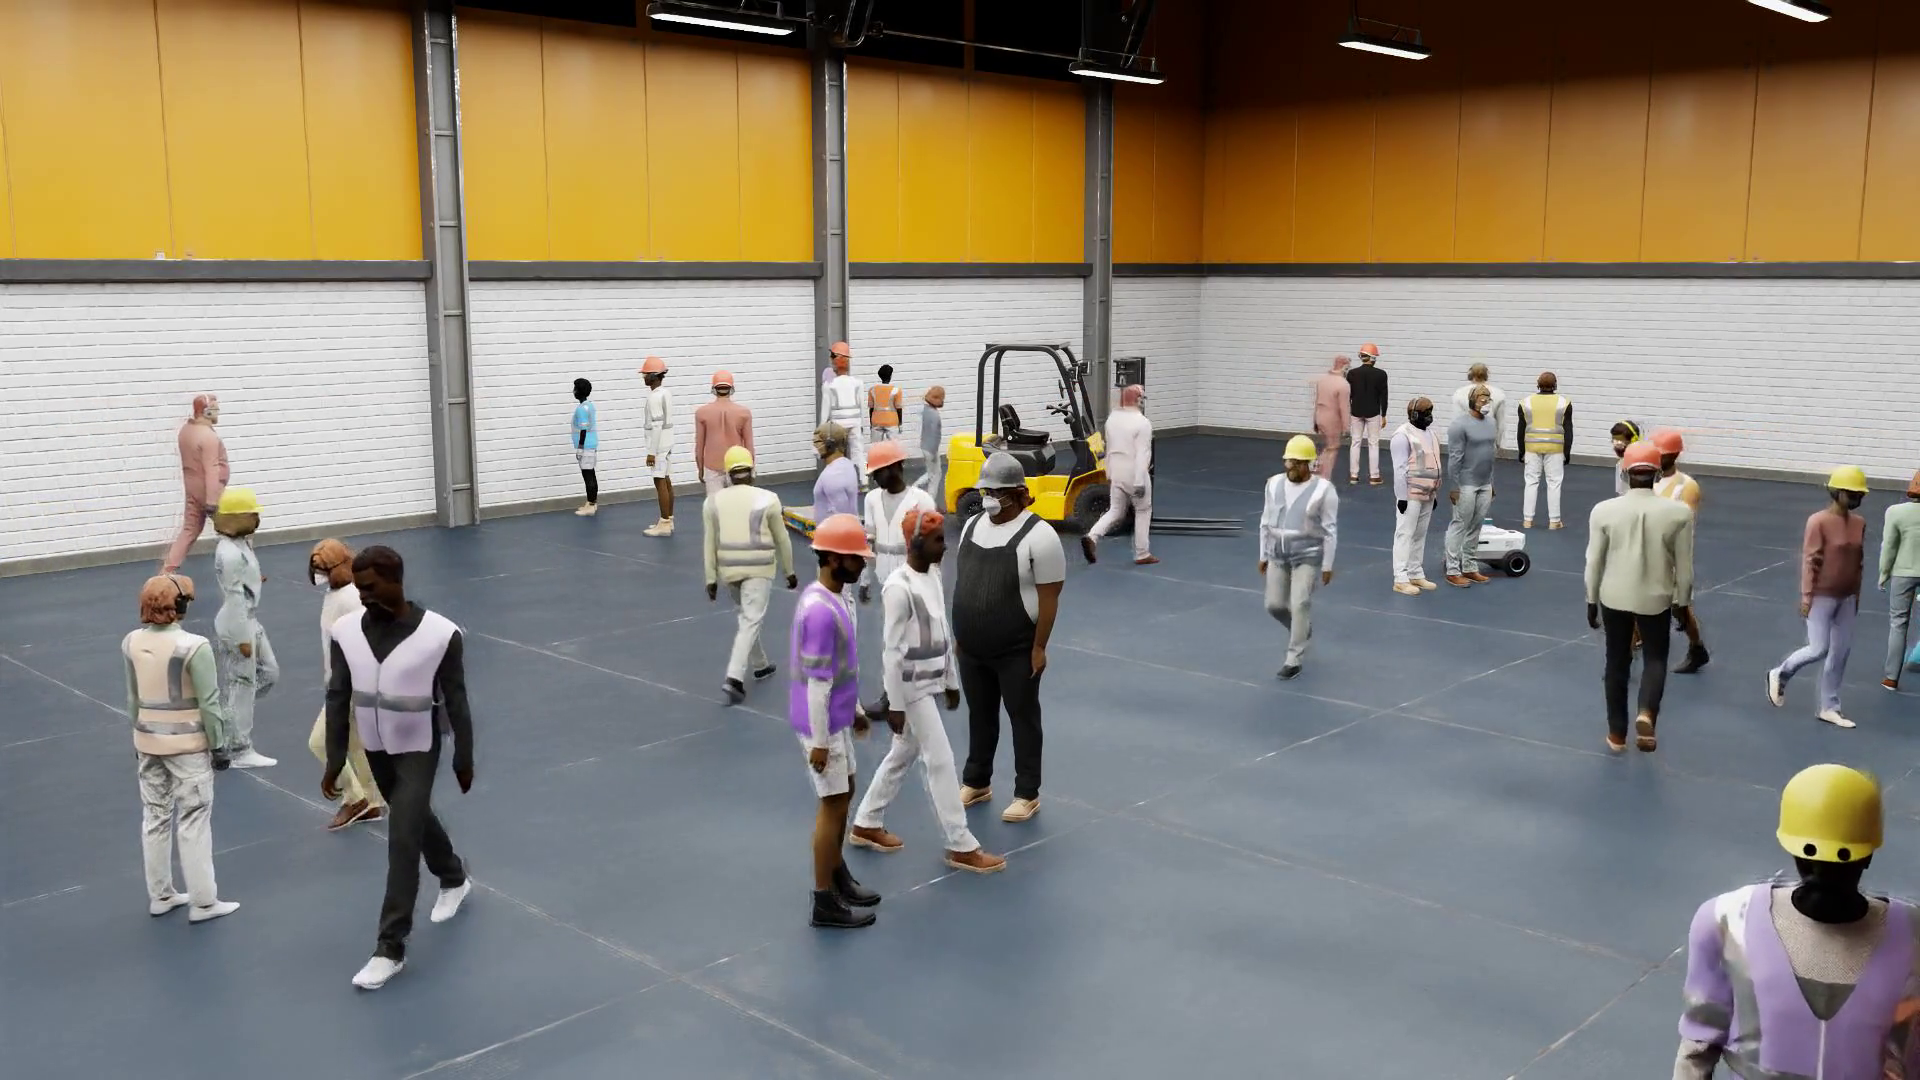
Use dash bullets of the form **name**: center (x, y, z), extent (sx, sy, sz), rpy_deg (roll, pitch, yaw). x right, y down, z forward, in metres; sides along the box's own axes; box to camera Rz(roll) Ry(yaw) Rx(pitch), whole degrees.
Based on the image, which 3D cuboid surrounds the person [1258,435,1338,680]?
- **person**: center (2.525, 0.112, 12.405), extent (0.607, 1.819, 0.588), rpy_deg (8, 12, 39)

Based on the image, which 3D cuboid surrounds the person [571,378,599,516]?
- **person**: center (-4.623, -1.145, 20.501), extent (0.319, 1.696, 0.532), rpy_deg (0, 9, -3)

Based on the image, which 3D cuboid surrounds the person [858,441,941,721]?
- **person**: center (-0.397, 0.247, 11.463), extent (0.581, 1.871, 1.004), rpy_deg (6, 11, 31)

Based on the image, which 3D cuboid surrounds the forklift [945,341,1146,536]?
- **forklift**: center (0.977, -1.223, 19.452), extent (2.313, 2.155, 1.214), rpy_deg (2, 9, 11)

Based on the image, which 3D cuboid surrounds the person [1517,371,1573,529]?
- **person**: center (6.827, -1.043, 19.425), extent (0.624, 1.847, 0.429), rpy_deg (5, 10, 26)

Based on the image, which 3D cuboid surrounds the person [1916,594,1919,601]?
- **person**: center (9.189, -0.295, 14.974), extent (0.837, 1.801, 0.629), rpy_deg (4, 10, 21)

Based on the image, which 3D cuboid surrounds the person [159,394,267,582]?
- **person**: center (-7.172, -0.453, 15.746), extent (0.646, 1.869, 0.955), rpy_deg (7, 12, 39)

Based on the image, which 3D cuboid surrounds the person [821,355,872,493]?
- **person**: center (-1.520, -1.534, 22.344), extent (0.710, 1.872, 0.503), rpy_deg (-2, 10, -14)

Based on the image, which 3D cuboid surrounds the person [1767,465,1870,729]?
- **person**: center (5.773, 0.357, 11.103), extent (0.549, 1.750, 0.519), rpy_deg (-4, 10, -22)

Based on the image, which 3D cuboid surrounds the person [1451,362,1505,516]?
- **person**: center (6.216, -1.183, 20.051), extent (0.642, 1.910, 0.775), rpy_deg (1, 9, 9)

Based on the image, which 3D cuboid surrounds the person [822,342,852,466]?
- **person**: center (-1.673, -1.706, 22.912), extent (0.402, 2.033, 0.605), rpy_deg (-5, 10, -26)

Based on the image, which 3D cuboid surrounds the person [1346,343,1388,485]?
- **person**: center (5.731, -1.776, 23.469), extent (0.613, 1.991, 0.392), rpy_deg (5, 11, 29)

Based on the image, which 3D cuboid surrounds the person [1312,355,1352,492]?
- **person**: center (5.048, -1.560, 22.489), extent (0.409, 1.877, 0.690), rpy_deg (-3, 10, -19)

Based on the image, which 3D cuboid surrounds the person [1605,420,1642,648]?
- **person**: center (5.343, -0.034, 13.256), extent (0.599, 1.832, 0.548), rpy_deg (-1, 9, -4)

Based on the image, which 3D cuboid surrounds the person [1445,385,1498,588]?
- **person**: center (4.908, -0.521, 15.930), extent (0.635, 1.937, 0.355), rpy_deg (-6, 11, -35)

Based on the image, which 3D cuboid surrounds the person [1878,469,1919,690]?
- **person**: center (6.876, 0.283, 11.931), extent (0.508, 1.632, 0.265), rpy_deg (5, 10, 27)

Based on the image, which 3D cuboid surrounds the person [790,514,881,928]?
- **person**: center (-0.560, 0.835, 7.745), extent (0.459, 1.925, 0.560), rpy_deg (0, 9, -1)

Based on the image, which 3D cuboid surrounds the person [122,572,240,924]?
- **person**: center (-3.650, 0.969, 7.736), extent (0.515, 1.637, 0.314), rpy_deg (4, 10, 22)

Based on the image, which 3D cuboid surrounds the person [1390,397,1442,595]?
- **person**: center (4.294, -0.421, 15.619), extent (0.429, 1.844, 0.627), rpy_deg (9, 13, 44)

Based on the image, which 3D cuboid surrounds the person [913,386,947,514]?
- **person**: center (-0.403, -1.094, 20.424), extent (0.464, 1.609, 0.531), rpy_deg (-3, 10, -19)

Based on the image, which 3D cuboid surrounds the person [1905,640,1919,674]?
- **person**: center (7.484, 0.174, 12.178), extent (0.567, 1.797, 0.841), rpy_deg (-8, 12, -39)

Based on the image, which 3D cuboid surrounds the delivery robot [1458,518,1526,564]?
- **delivery robot**: center (5.222, 0.026, 16.522), extent (0.707, 0.478, 0.477), rpy_deg (-1, 9, -4)

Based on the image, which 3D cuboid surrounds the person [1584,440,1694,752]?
- **person**: center (4.202, 0.372, 10.328), extent (0.636, 1.980, 0.558), rpy_deg (4, 10, 21)

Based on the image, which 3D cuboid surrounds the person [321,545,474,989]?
- **person**: center (-2.456, 0.921, 7.388), extent (0.578, 1.860, 1.069), rpy_deg (2, 10, 13)

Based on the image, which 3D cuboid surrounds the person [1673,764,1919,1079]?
- **person**: center (1.986, 1.451, 3.898), extent (0.616, 1.914, 0.428), rpy_deg (5, 10, 27)

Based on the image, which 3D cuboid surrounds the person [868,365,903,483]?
- **person**: center (-1.052, -1.631, 23.504), extent (0.532, 1.691, 0.321), rpy_deg (3, 10, 17)

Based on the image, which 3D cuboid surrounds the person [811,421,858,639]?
- **person**: center (-0.917, 0.095, 12.153), extent (0.358, 1.937, 0.636), rpy_deg (0, 9, 2)

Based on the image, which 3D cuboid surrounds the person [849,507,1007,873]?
- **person**: center (-0.193, 0.743, 8.480), extent (0.895, 1.842, 0.590), rpy_deg (3, 10, 16)

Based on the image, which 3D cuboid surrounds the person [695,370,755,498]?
- **person**: center (-2.451, -0.780, 17.373), extent (0.617, 1.988, 0.404), rpy_deg (-1, 9, -6)

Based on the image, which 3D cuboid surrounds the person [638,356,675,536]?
- **person**: center (-3.450, -1.062, 18.927), extent (0.378, 2.045, 0.605), rpy_deg (1, 9, 3)

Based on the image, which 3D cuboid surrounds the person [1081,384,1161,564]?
- **person**: center (1.661, -0.651, 16.949), extent (0.829, 1.879, 0.647), rpy_deg (-7, 11, -35)

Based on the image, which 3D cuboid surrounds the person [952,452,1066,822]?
- **person**: center (0.206, 0.528, 9.190), extent (0.684, 2.000, 0.538), rpy_deg (7, 12, 38)

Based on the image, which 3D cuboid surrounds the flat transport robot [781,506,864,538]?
- **flat transport robot**: center (-1.609, -0.226, 19.223), extent (0.652, 0.197, 1.431), rpy_deg (-4, 10, -24)

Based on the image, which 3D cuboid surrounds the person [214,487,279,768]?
- **person**: center (-4.340, 0.535, 10.083), extent (0.371, 1.730, 0.501), rpy_deg (-3, 10, -17)

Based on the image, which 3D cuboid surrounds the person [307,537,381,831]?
- **person**: center (-3.344, 0.778, 8.938), extent (0.444, 1.612, 0.550), rpy_deg (-5, 11, -28)

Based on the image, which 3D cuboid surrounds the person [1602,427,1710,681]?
- **person**: center (5.214, 0.102, 12.265), extent (0.959, 1.898, 0.548), rpy_deg (-5, 10, -26)

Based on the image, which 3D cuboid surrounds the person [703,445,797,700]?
- **person**: center (-1.536, 0.217, 11.896), extent (0.595, 1.791, 0.940), rpy_deg (4, 10, 22)
